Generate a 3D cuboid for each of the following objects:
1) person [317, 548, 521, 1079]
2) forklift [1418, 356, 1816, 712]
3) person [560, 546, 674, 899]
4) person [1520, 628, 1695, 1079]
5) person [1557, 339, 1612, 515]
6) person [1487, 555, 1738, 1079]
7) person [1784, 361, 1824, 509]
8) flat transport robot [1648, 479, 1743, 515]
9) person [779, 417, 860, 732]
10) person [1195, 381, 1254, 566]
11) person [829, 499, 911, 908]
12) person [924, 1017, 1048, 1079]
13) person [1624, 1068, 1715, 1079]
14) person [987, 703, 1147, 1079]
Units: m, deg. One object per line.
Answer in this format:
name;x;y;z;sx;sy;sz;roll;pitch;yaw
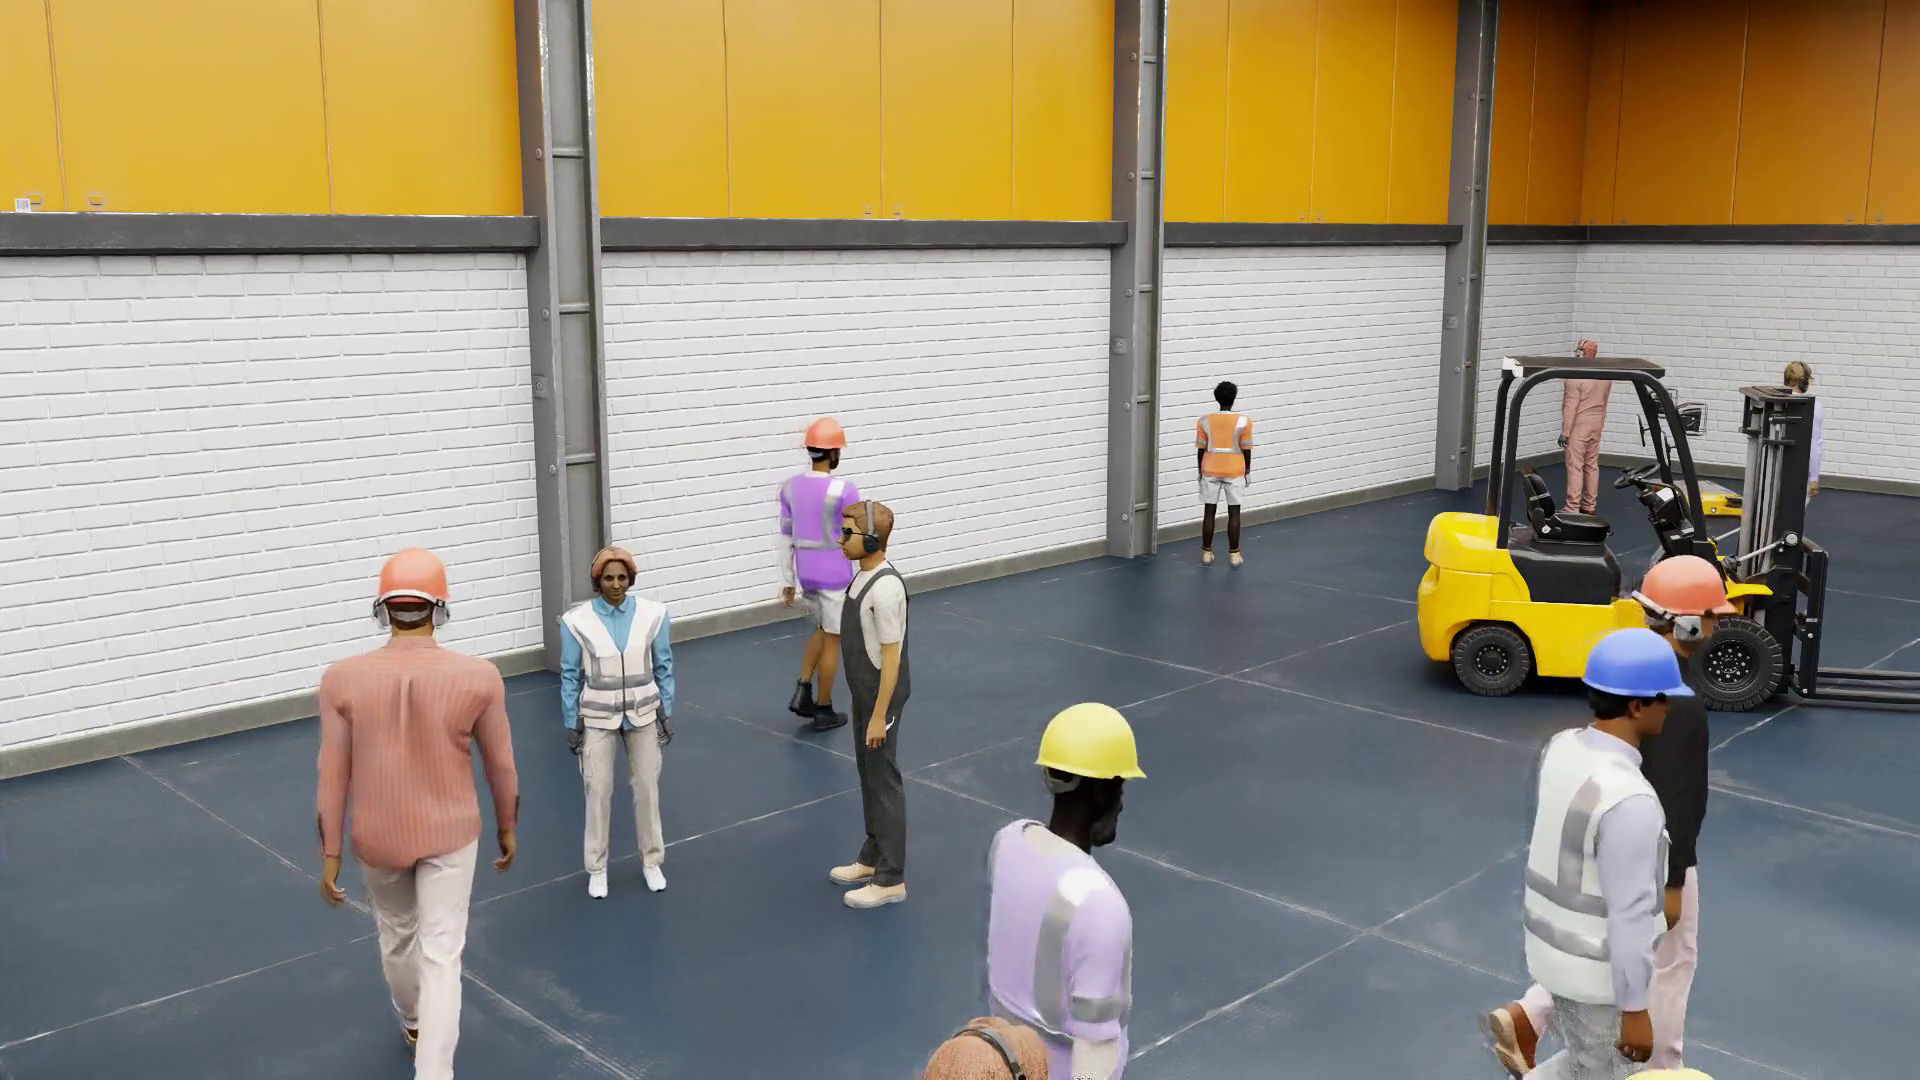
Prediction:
person;-1.861;0.987;5.811;0.651;1.939;1.001;-2;11;-10
forklift;4.276;-0.101;11.076;2.313;2.155;1.214;2;11;13
person;-1.554;0.825;7.572;0.508;1.627;0.323;-4;11;-22
person;1.764;1.192;4.752;0.543;1.930;0.610;1;10;5
person;6.625;-1.183;17.761;0.645;1.908;0.408;-7;12;-33
person;2.248;1.015;5.589;0.718;1.979;0.625;-1;10;-3
person;7.126;-0.574;14.350;0.354;1.937;0.635;-5;12;-27
flat transport robot;8.136;-0.489;18.439;0.652;0.197;1.431;1;10;7
person;-0.793;0.216;10.089;0.554;1.921;0.399;8;13;37
person;2.416;-0.607;15.214;0.532;1.691;0.320;4;11;20
person;-0.401;0.729;7.506;0.345;1.846;0.506;-3;11;-15
person;0.009;1.670;3.063;0.872;1.590;0.524;-9;14;-42
person;1.055;1.658;2.744;0.543;1.716;0.869;8;13;38
person;0.185;1.333;4.092;0.803;1.889;0.593;-5;11;-24
